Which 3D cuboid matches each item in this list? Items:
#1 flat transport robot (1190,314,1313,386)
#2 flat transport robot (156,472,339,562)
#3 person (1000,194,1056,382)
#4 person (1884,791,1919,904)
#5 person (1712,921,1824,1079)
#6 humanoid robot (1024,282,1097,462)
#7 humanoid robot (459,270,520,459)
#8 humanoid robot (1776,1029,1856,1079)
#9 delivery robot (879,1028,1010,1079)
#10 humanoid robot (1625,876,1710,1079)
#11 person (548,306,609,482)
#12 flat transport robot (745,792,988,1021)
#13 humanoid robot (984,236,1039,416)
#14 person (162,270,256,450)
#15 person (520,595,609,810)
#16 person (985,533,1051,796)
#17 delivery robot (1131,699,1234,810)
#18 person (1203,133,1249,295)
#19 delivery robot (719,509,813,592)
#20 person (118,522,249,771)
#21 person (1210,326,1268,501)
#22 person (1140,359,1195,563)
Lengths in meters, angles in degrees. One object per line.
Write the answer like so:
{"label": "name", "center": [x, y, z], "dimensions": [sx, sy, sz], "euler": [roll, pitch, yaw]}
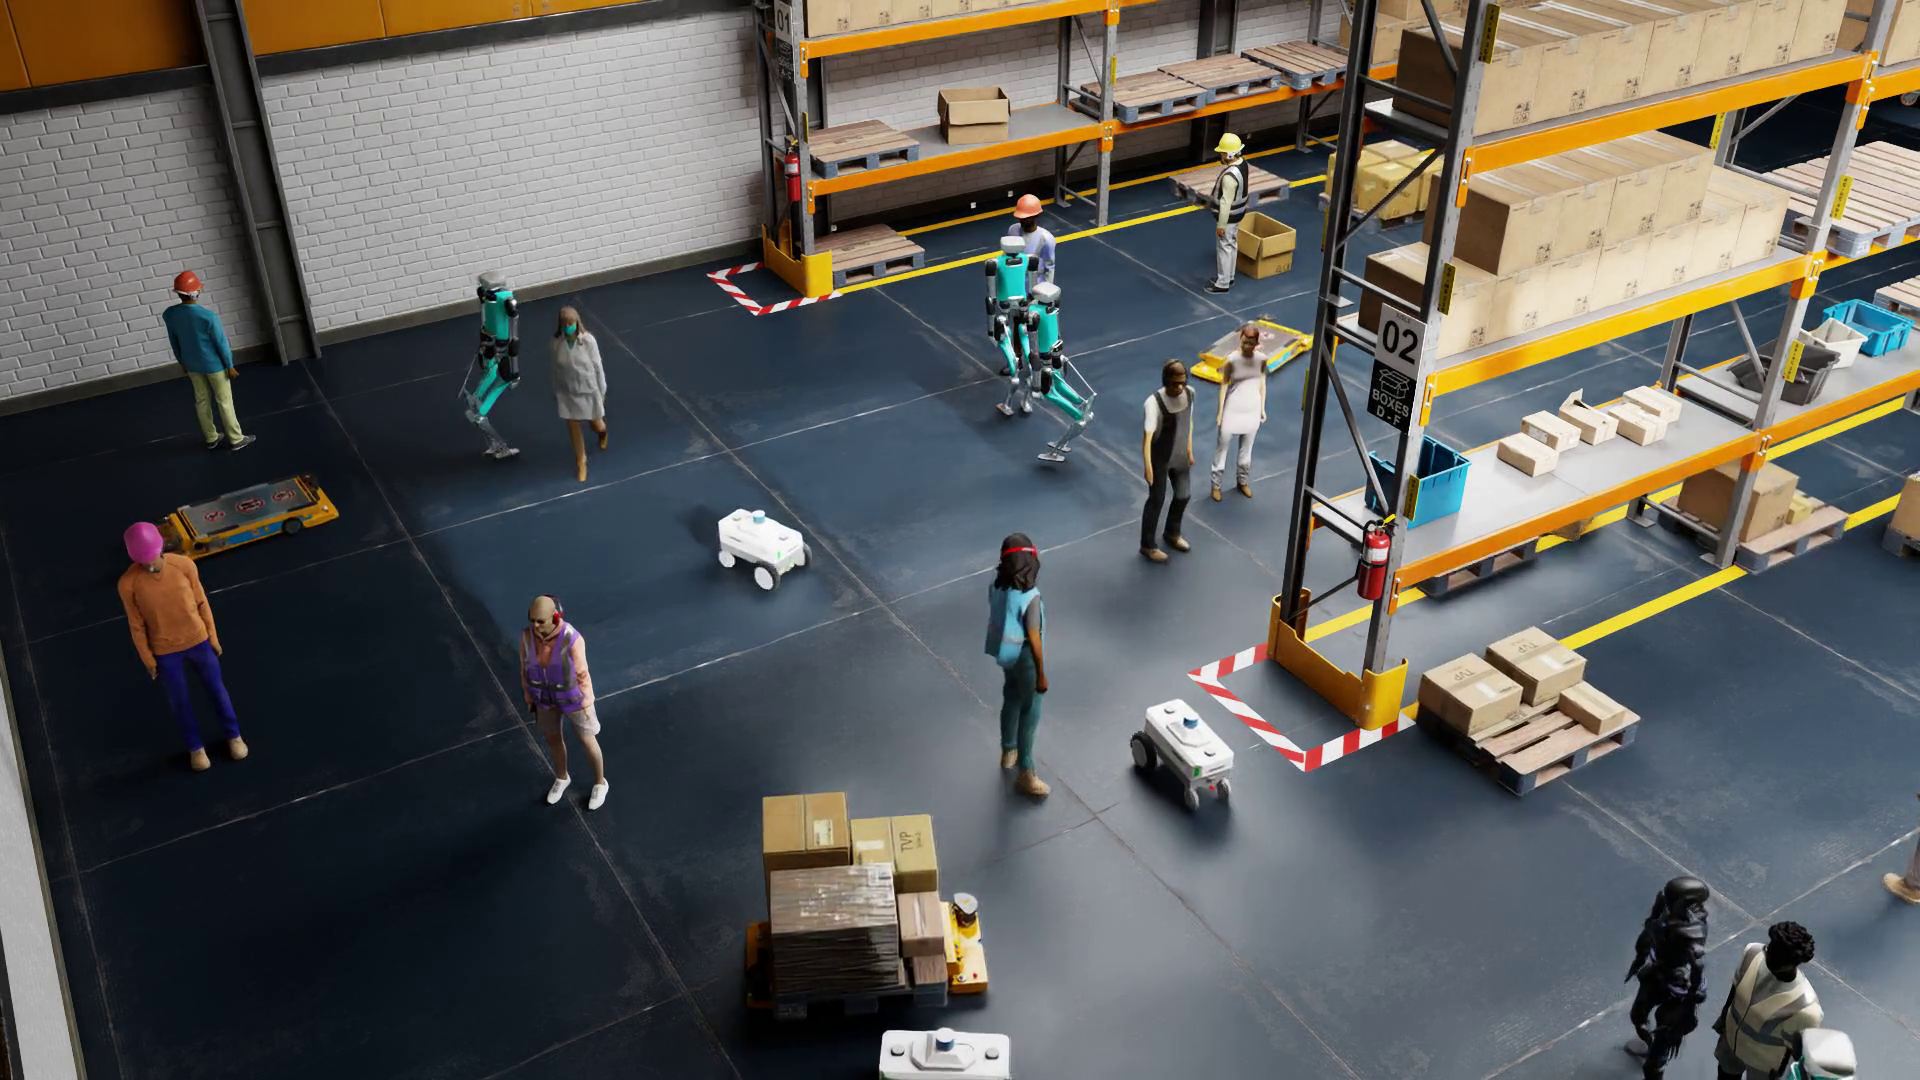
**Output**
{"label": "flat transport robot", "center": [3.038, -1.941, 17.179], "dimensions": [0.659, 0.231, 1.431], "euler": [23, 39, 32]}
{"label": "flat transport robot", "center": [-6.194, -0.181, 14.373], "dimensions": [1.431, 0.231, 0.659], "euler": [-21, 38, -29]}
{"label": "person", "center": [0.666, -2.499, 16.499], "dimensions": [0.542, 1.939, 0.358], "euler": [20, 37, 29]}
{"label": "person", "center": [6.178, 1.502, 10.272], "dimensions": [0.472, 1.777, 0.327], "euler": [-4, 32, -6]}
{"label": "person", "center": [4.106, 2.610, 8.579], "dimensions": [0.320, 1.693, 0.532], "euler": [-8, 33, -13]}
{"label": "humanoid robot", "center": [0.950, -1.469, 14.919], "dimensions": [0.735, 1.677, 0.533], "euler": [16, 35, 24]}
{"label": "humanoid robot", "center": [-4.322, -1.541, 15.120], "dimensions": [0.530, 1.742, 0.757], "euler": [26, 40, 35]}
{"label": "humanoid robot", "center": [3.723, 3.034, 7.959], "dimensions": [0.661, 1.889, 0.547], "euler": [3, 32, 5]}
{"label": "delivery robot", "center": [-0.105, 2.934, 9.154], "dimensions": [0.812, 0.614, 0.499], "euler": [1, 32, 2]}
{"label": "humanoid robot", "center": [3.832, 2.400, 8.938], "dimensions": [0.445, 1.648, 0.624], "euler": [-3, 32, -5]}
{"label": "person", "center": [-3.412, -1.363, 14.954], "dimensions": [0.488, 1.647, 0.536], "euler": [0, 32, -1]}
{"label": "flat transport robot", "center": [-0.577, 2.497, 10.102], "dimensions": [1.431, 0.231, 0.659], "euler": [-3, 32, -5]}
{"label": "humanoid robot", "center": [0.557, -1.969, 15.763], "dimensions": [0.530, 1.704, 0.729], "euler": [-9, 33, -14]}
{"label": "person", "center": [-6.935, -1.648, 15.313], "dimensions": [0.571, 1.750, 0.329], "euler": [6, 33, 9]}
{"label": "person", "center": [-2.649, 1.069, 11.047], "dimensions": [0.486, 1.685, 0.355], "euler": [6, 33, 10]}
{"label": "person", "center": [0.432, 0.847, 11.263], "dimensions": [0.370, 1.836, 0.780], "euler": [-16, 35, -24]}
{"label": "delivery robot", "center": [1.569, 1.440, 11.522], "dimensions": [0.499, 0.598, 0.791], "euler": [-14, 35, -21]}
{"label": "person", "center": [2.950, -3.596, 18.363], "dimensions": [0.403, 1.821, 0.596], "euler": [12, 34, 19]}
{"label": "delivery robot", "center": [-1.623, 0.051, 13.750], "dimensions": [0.796, 0.612, 0.499], "euler": [21, 38, 30]}
{"label": "person", "center": [-5.338, 0.711, 11.357], "dimensions": [0.511, 1.973, 0.401], "euler": [-20, 37, -29]}
{"label": "person", "center": [2.461, -1.117, 14.556], "dimensions": [0.442, 1.656, 0.285], "euler": [-5, 33, -9]}
{"label": "person", "center": [1.709, -0.669, 13.683], "dimensions": [0.520, 1.833, 0.355], "euler": [-20, 37, -28]}
